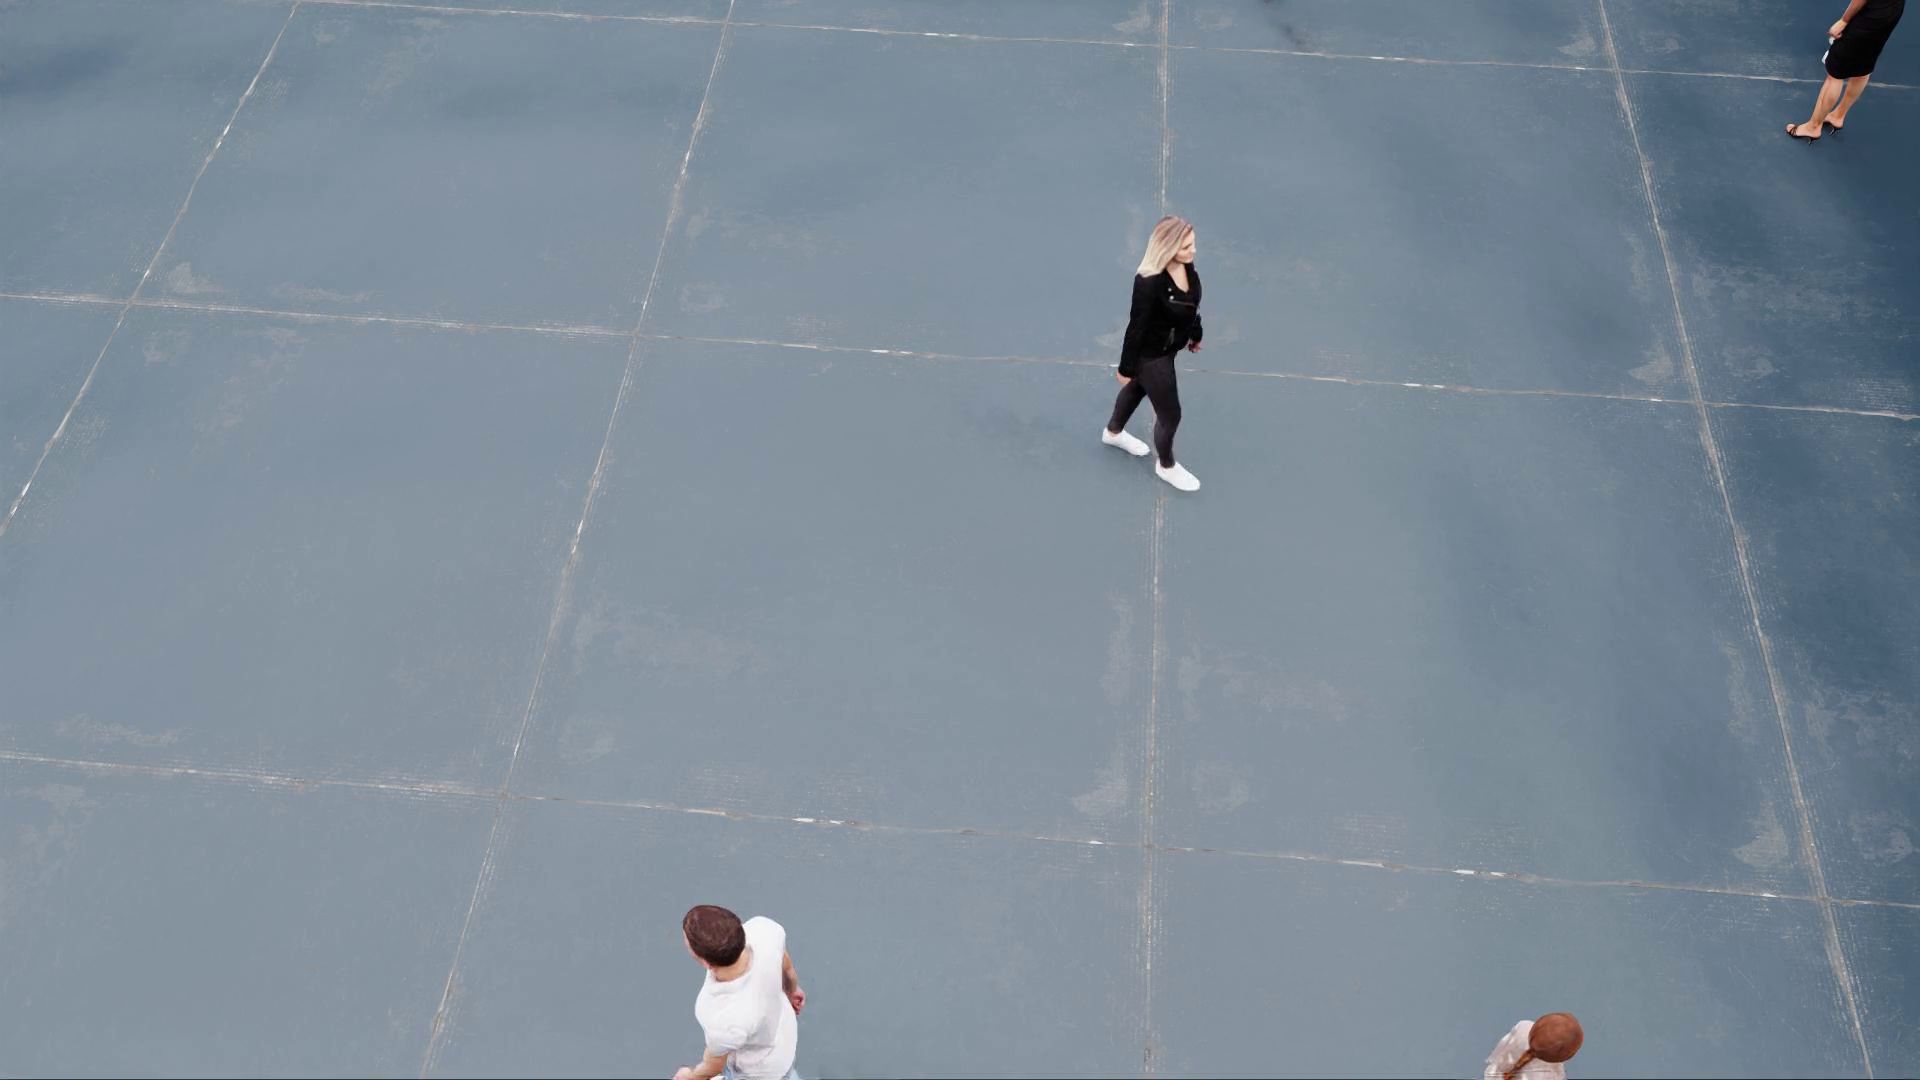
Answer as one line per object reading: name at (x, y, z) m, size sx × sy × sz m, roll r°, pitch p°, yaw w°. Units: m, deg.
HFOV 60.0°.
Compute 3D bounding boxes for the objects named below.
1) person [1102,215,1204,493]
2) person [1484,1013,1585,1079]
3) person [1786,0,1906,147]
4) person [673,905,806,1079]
person at (0.897, -0.989, 8.347) m, size 0.976 × 1.664 × 0.858 m, roll 25°, pitch 56°, yaw 18°
person at (2.045, 2.095, 6.274) m, size 0.828 × 1.165 × 0.541 m, roll -2°, pitch 52°, yaw -2°
person at (5.460, -3.132, 9.955) m, size 0.603 × 1.746 × 0.722 m, roll -19°, pitch 55°, yaw -14°
person at (-0.640, 1.844, 6.053) m, size 0.880 × 1.822 × 0.639 m, roll 6°, pitch 52°, yaw 4°
